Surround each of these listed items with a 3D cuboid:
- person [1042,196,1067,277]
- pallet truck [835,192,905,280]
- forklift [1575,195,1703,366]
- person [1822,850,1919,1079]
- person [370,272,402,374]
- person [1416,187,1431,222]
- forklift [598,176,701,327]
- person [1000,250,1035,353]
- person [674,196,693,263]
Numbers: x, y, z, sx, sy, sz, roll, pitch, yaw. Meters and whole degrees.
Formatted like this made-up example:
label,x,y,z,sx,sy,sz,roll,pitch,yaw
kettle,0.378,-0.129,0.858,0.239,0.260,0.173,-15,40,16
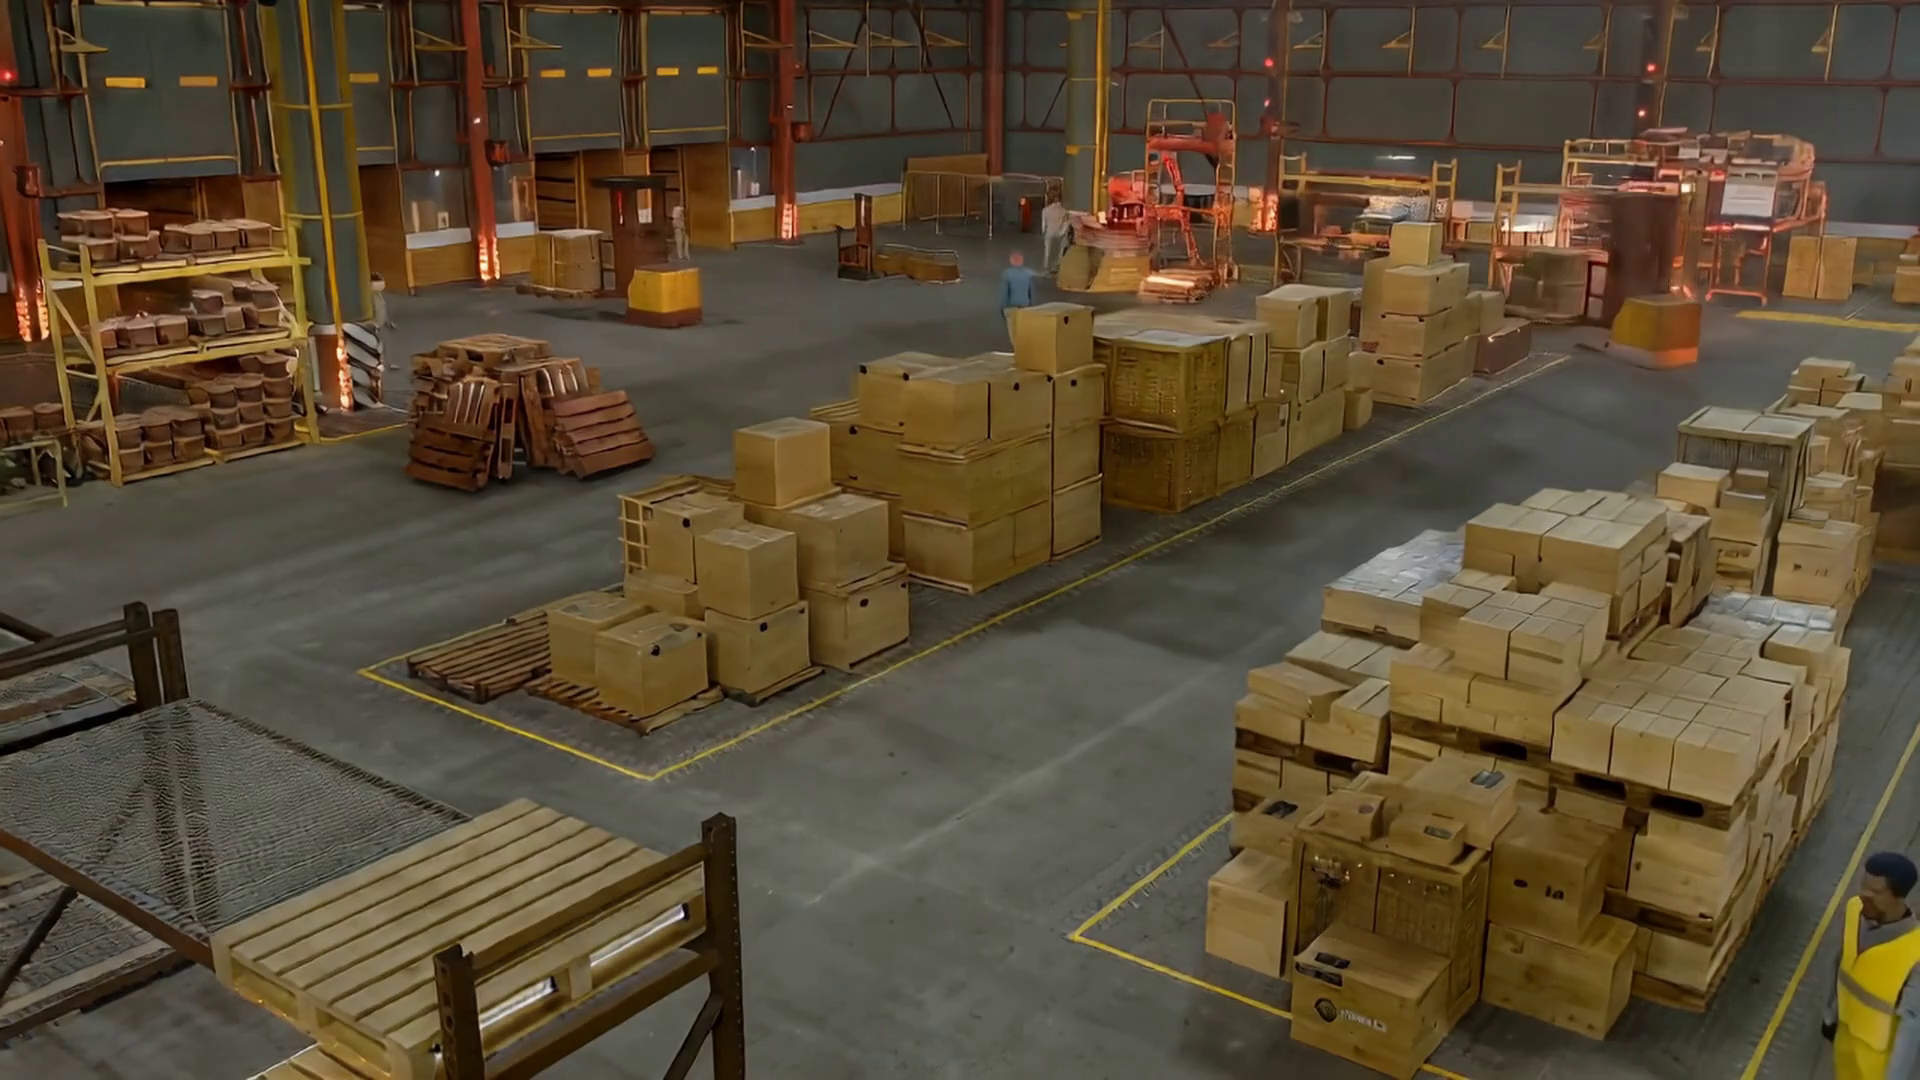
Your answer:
label,x,y,z,sx,sy,sz,roll,pitch,yaw
person,2.218,-7.171,39.249,0.617,1.883,1.077,5,18,17
pallet truck,-1.936,-7.159,38.982,1.885,1.965,0.823,-12,21,-34
forklift,11.911,-4.557,28.864,1.129,2.768,1.873,-6,18,-19
person,4.265,2.320,7.757,0.388,1.908,0.584,-1,17,-4
person,-9.748,-3.633,27.786,0.723,1.718,0.492,2,17,7
person,11.754,-8.038,42.105,0.378,1.889,0.701,9,19,27
forklift,-6.138,-5.705,32.666,1.873,2.768,1.129,12,21,35
person,0.986,-4.043,28.763,0.627,1.941,0.371,-7,18,-21
person,-6.952,-7.763,41.598,0.515,1.636,0.314,14,22,38
